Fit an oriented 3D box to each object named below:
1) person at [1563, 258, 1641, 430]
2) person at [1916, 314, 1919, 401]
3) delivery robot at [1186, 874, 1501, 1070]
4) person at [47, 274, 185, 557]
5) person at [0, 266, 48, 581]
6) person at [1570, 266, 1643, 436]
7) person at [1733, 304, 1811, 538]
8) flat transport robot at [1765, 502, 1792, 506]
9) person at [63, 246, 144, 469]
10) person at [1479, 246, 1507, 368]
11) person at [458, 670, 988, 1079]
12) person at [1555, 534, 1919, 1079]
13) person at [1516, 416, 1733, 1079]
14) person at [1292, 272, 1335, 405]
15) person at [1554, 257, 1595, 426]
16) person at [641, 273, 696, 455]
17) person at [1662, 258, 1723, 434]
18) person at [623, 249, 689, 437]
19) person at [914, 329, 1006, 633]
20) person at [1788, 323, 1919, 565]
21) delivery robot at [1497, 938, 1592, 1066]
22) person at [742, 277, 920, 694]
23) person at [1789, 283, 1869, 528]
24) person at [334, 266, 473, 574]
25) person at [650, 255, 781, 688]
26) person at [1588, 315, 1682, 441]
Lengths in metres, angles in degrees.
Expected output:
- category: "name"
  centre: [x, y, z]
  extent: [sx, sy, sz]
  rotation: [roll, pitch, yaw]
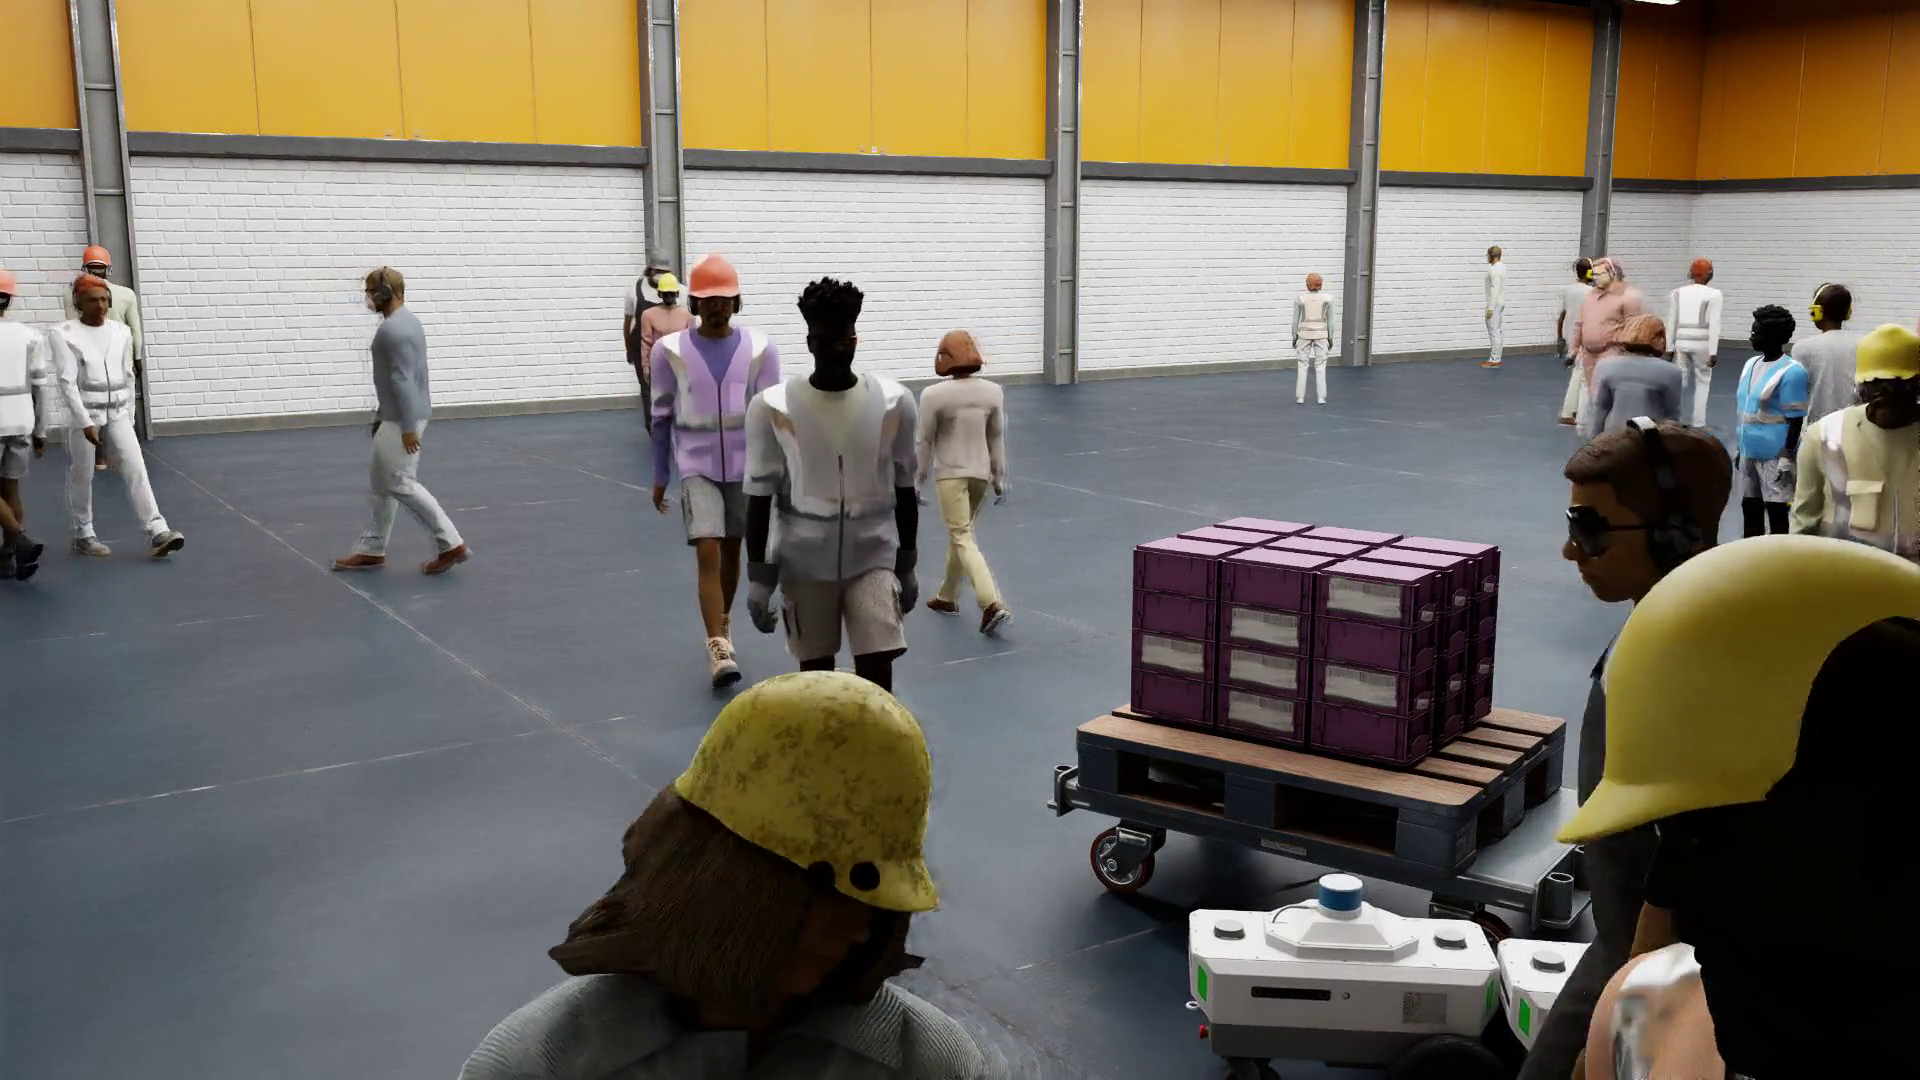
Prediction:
- category: "person"
  centre: [6.119, -1.758, 15.980]
  extent: [0.642, 1.875, 0.637]
  rotation: [-5, 11, -24]
- category: "person"
  centre: [6.889, -1.014, 11.555]
  extent: [0.396, 1.992, 0.623]
  rotation: [-7, 12, -33]
- category: "delivery robot"
  centre: [0.898, 1.043, 3.973]
  extent: [0.707, 0.478, 0.477]
  rotation: [1, 10, 6]
- category: "person"
  centre: [-5.455, -0.770, 10.646]
  extent: [1.006, 1.831, 0.573]
  rotation: [7, 12, 32]
- category: "person"
  centre: [-5.727, -0.682, 9.976]
  extent: [0.687, 1.913, 0.560]
  rotation: [7, 12, 33]
- category: "person"
  centre: [6.604, -1.914, 17.067]
  extent: [0.690, 1.795, 0.813]
  rotation: [2, 11, 10]
- category: "person"
  centre: [4.615, -0.495, 9.522]
  extent: [0.322, 1.699, 0.536]
  rotation: [-1, 10, -7]
- category: "flat transport robot"
  centre: [6.663, -0.458, 13.240]
  extent: [0.652, 0.197, 1.431]
  rotation: [4, 11, 23]
- category: "person"
  centre: [-7.672, -1.632, 14.944]
  extent: [0.612, 1.995, 0.376]
  rotation: [-7, 12, -32]
- category: "person"
  centre: [8.492, -3.699, 26.434]
  extent: [0.349, 1.935, 0.635]
  rotation: [5, 12, 26]
- category: "person"
  centre: [-0.248, 0.970, 1.506]
  extent: [0.577, 1.714, 0.348]
  rotation: [-1, 10, -6]
- category: "person"
  centre: [0.621, 0.938, 1.158]
  extent: [0.437, 1.892, 0.614]
  rotation: [-5, 11, -26]
- category: "person"
  centre: [1.001, 0.702, 2.666]
  extent: [0.884, 1.803, 0.534]
  rotation: [2, 10, 9]
- category: "person"
  centre: [4.383, -2.494, 20.651]
  extent: [0.513, 1.638, 0.309]
  rotation: [3, 11, 14]
- category: "person"
  centre: [6.908, -2.173, 18.316]
  extent: [0.646, 1.844, 0.525]
  rotation: [-4, 11, -20]
- category: "person"
  centre: [-2.737, -1.633, 15.647]
  extent: [0.523, 1.750, 0.544]
  rotation: [-3, 11, -17]
- category: "person"
  centre: [7.635, -2.011, 17.400]
  extent: [0.740, 1.865, 0.585]
  rotation: [-7, 12, -33]
- category: "person"
  centre: [-3.038, -1.984, 16.747]
  extent: [0.690, 2.000, 1.043]
  rotation: [-2, 11, -13]
- category: "person"
  centre: [0.025, -0.322, 8.871]
  extent: [0.508, 1.594, 0.856]
  rotation: [-6, 12, -30]
- category: "person"
  centre: [3.213, 0.137, 5.807]
  extent: [0.610, 1.795, 0.656]
  rotation: [5, 11, 23]
- category: "delivery robot"
  centre: [1.601, 1.079, 3.778]
  extent: [0.707, 0.478, 0.477]
  rotation: [2, 11, 10]
- category: "person"
  centre: [-0.414, 0.100, 5.593]
  extent: [0.619, 1.932, 0.797]
  rotation: [-2, 11, -10]
- category: "person"
  centre: [5.110, -0.593, 9.767]
  extent: [0.524, 1.818, 1.011]
  rotation: [2, 10, 8]
- category: "person"
  centre: [-3.505, -0.720, 10.249]
  extent: [0.875, 1.897, 0.673]
  rotation: [-2, 11, -10]
- category: "person"
  centre: [-1.118, -0.334, 7.850]
  extent: [0.632, 1.985, 1.034]
  rotation: [-3, 11, -16]
- category: "person"
  centre: [4.139, -0.564, 10.142]
  extent: [0.695, 1.603, 0.494]
  rotation: [-10, 14, -43]
